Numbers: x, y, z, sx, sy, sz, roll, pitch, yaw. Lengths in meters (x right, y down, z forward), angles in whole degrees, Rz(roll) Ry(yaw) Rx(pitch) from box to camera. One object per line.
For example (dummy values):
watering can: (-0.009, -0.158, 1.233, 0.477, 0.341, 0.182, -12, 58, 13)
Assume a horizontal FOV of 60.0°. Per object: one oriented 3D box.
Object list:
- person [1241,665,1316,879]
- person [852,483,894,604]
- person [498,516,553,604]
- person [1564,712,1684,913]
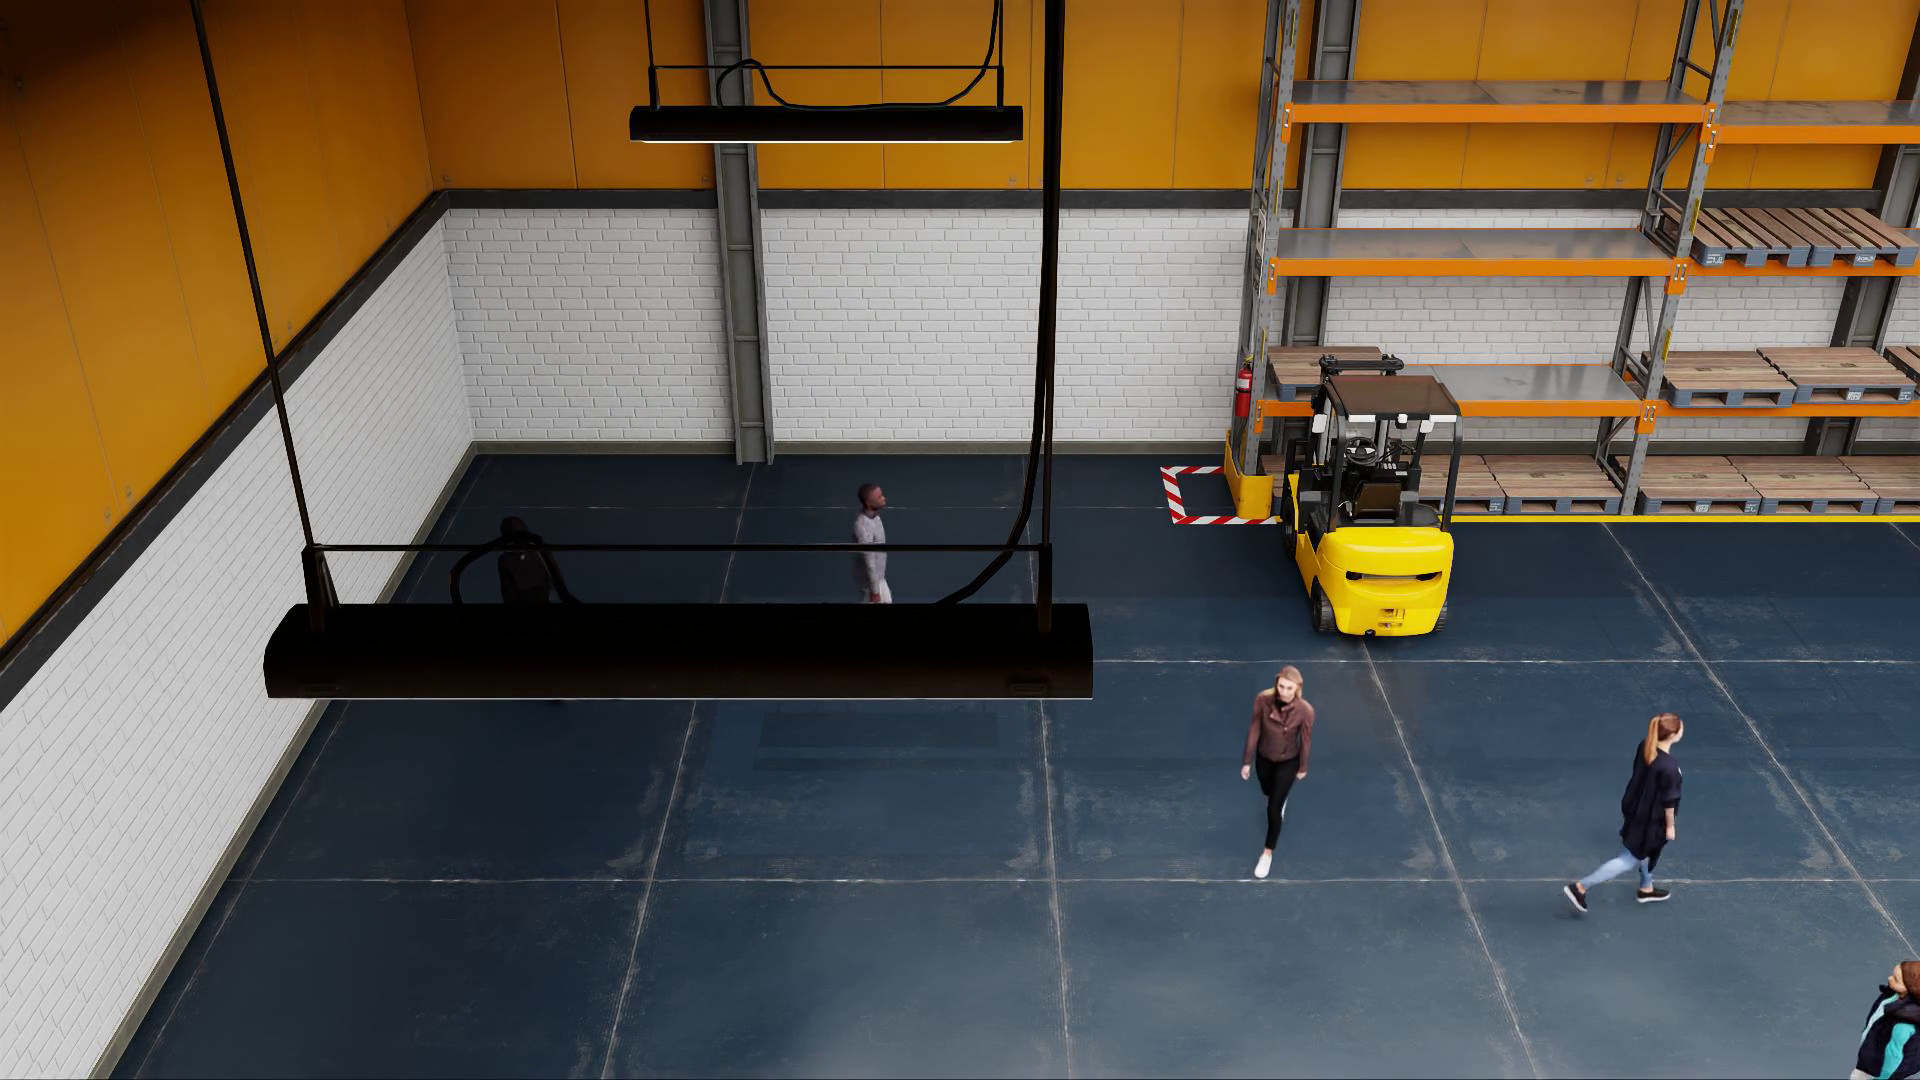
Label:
person: (2.362, 1.598, 12.316, 1.110, 1.672, 1.023, 16, 32, 26)
person: (-0.875, 0.318, 14.501, 0.626, 1.826, 0.700, 0, 29, 0)
person: (-3.658, 0.551, 14.258, 1.034, 1.652, 0.958, -16, 32, -26)
person: (4.741, 1.956, 11.678, 1.066, 1.655, 0.629, -1, 29, -2)
